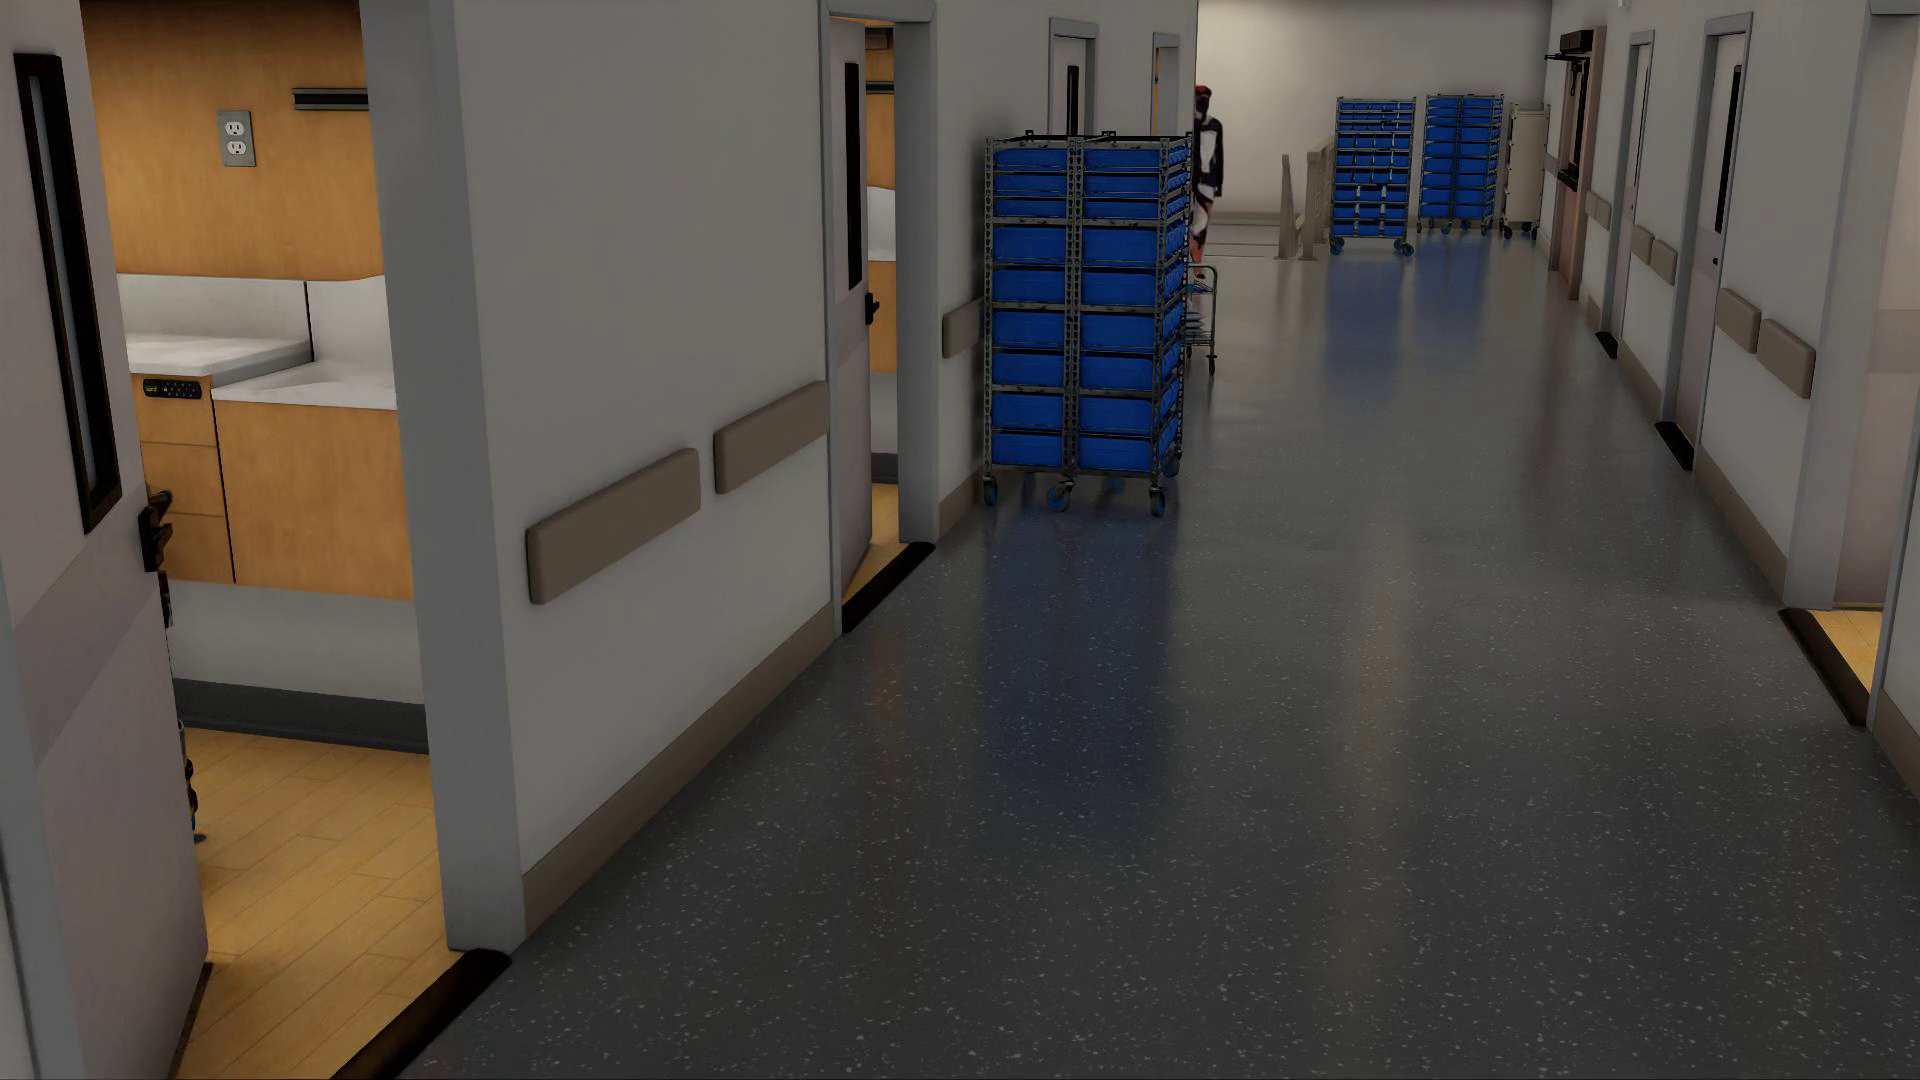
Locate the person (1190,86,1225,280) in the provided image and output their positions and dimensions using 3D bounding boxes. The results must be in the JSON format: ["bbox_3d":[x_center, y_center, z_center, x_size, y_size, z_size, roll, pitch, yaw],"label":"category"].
[{"bbox_3d":[2.346,-3.574,16.673,0.819,1.882,0.847,-1,16,-5],"label":"person"}]
